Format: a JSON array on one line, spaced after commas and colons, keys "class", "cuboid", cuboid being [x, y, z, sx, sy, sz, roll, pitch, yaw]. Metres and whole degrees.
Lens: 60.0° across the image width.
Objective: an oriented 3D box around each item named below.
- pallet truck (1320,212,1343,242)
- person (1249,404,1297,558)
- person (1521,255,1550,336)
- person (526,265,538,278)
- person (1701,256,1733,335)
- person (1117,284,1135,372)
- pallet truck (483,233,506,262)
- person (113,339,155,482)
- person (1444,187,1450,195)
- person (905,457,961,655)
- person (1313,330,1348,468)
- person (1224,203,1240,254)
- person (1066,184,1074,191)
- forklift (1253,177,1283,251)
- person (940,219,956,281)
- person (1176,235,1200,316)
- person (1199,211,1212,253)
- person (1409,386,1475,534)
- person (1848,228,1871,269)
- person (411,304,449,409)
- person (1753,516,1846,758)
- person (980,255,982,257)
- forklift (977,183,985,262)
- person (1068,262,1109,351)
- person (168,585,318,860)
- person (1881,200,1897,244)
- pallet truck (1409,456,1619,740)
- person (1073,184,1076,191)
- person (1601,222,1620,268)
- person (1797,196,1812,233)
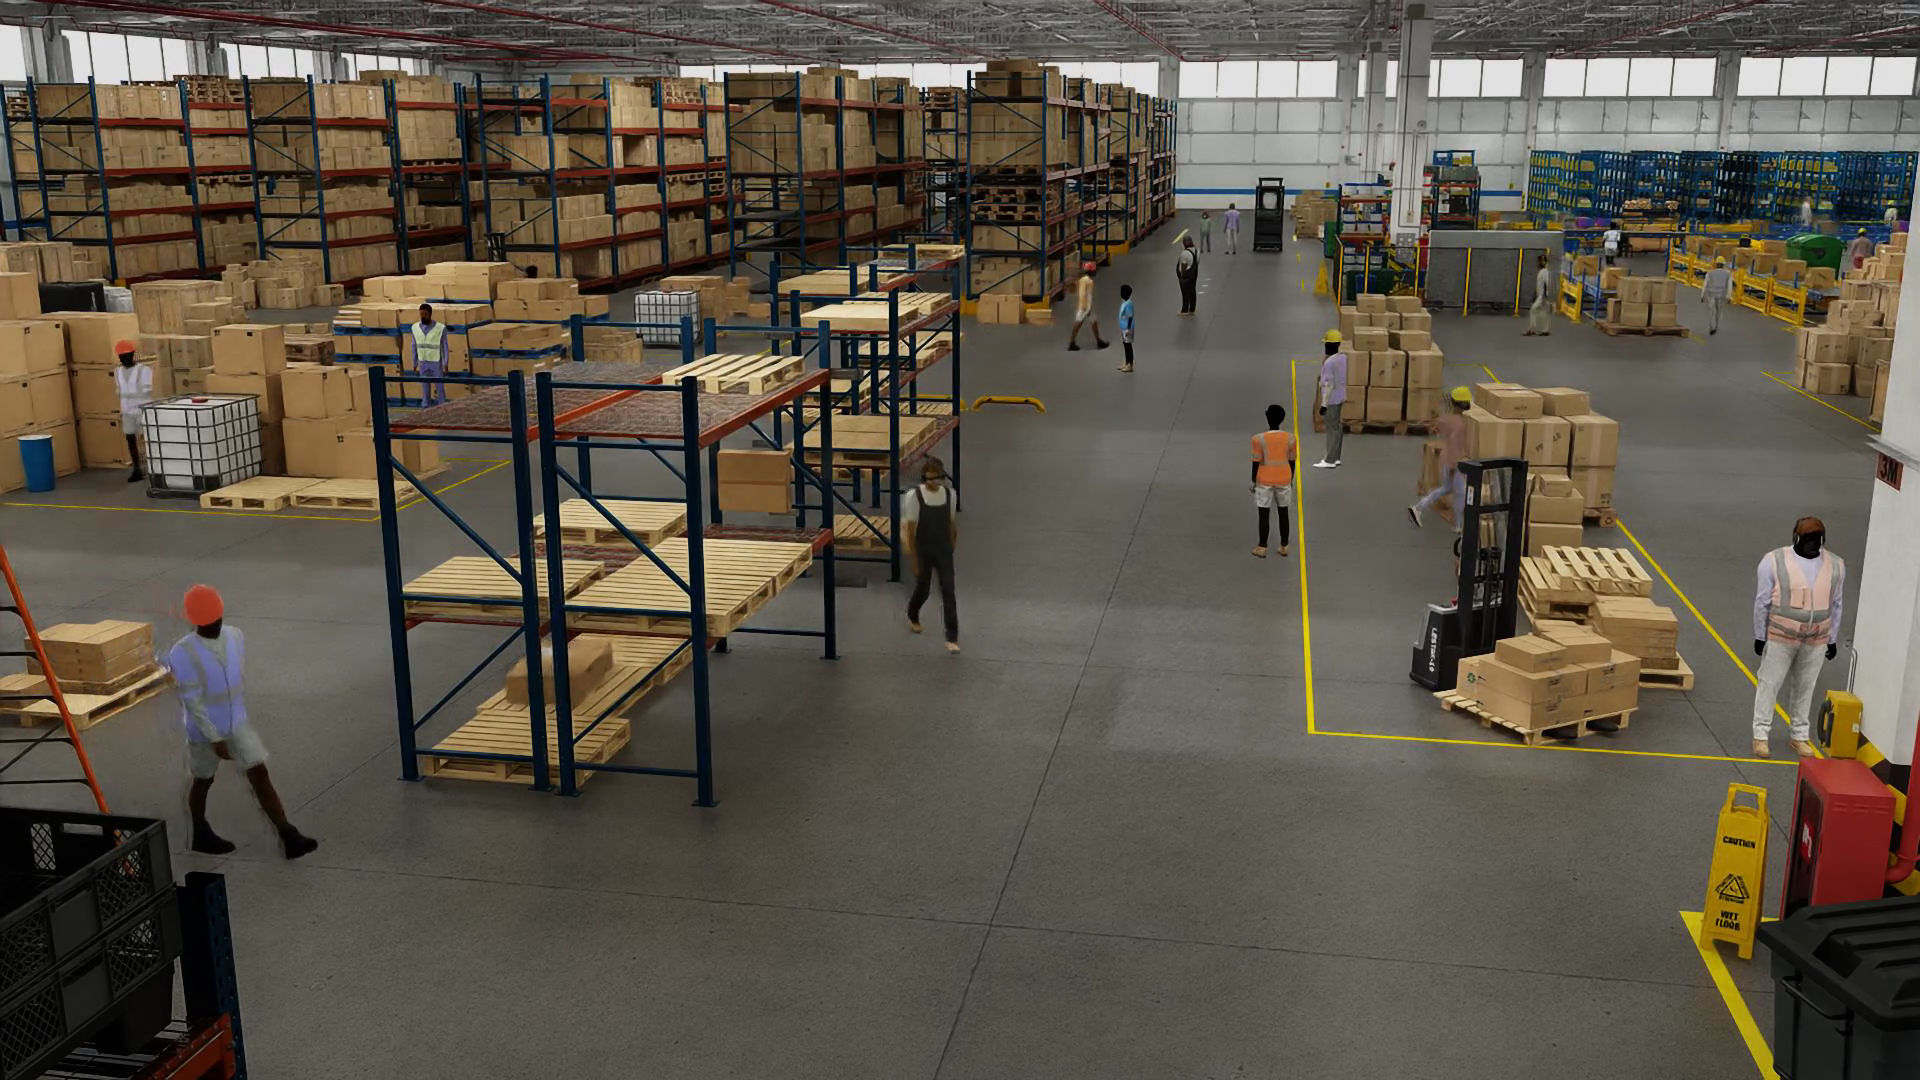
[{"class": "pallet truck", "cuboid": [15.874, -13.227, 70.310, 0.680, 1.201, 1.601, 10, 17, 35]}, {"class": "person", "cuboid": [3.427, -0.639, 18.232, 0.536, 1.697, 0.322, -2, 14, -10]}, {"class": "person", "cuboid": [13.149, -5.558, 37.882, 0.775, 1.847, 0.500, 4, 14, 15]}, {"class": "person", "cuboid": [-8.754, -4.646, 33.972, 0.525, 1.954, 0.609, 12, 18, 40]}, {"class": "person", "cuboid": [17.435, -5.637, 38.347, 0.609, 1.789, 0.921, 3, 14, 13]}, {"class": "person", "cuboid": [3.238, -4.120, 32.361, 0.318, 1.697, 0.540, -1, 14, -5]}, {"class": "pallet truck", "cuboid": [-11.832, -7.026, 43.548, 1.885, 1.965, 0.823, 8, 16, 28]}, {"class": "person", "cuboid": [-11.020, -1.753, 22.307, 0.556, 1.914, 0.600, 2, 14, 6]}, {"class": "person", "cuboid": [23.529, -16.150, 80.597, 0.381, 1.994, 0.619, -9, 17, -33]}, {"class": "person", "cuboid": [-0.278, 0.100, 15.042, 0.513, 1.803, 0.766, -5, 15, -18]}, {"class": "person", "cuboid": [5.160, -1.957, 23.108, 0.369, 1.928, 0.586, 9, 16, 32]}, {"class": "person", "cuboid": [10.298, -11.802, 63.056, 0.635, 1.939, 0.361, -2, 14, -9]}, {"class": "person", "cuboid": [5.898, -18.565, 90.754, 0.634, 1.820, 0.501, -1, 14, -6]}, {"class": "forklift", "cuboid": [12.083, -12.747, 64.956, 1.129, 2.768, 1.873, 3, 14, 10]}, {"class": "person", "cuboid": [-0.302, -9.051, 51.954, 0.640, 1.910, 0.401, -7, 16, -27]}, {"class": "person", "cuboid": [5.729, -6.693, 42.104, 0.536, 2.000, 0.673, 12, 19, 41]}, {"class": "person", "cuboid": [9.438, -11.825, 63.854, 0.503, 1.604, 0.738, 7, 15, 25]}, {"class": "person", "cuboid": [5.681, -0.933, 19.337, 0.746, 1.744, 0.527, 3, 14, 12]}, {"class": "person", "cuboid": [27.125, -8.538, 50.201, 0.545, 1.740, 0.721, 3, 14, 10]}, {"class": "person", "cuboid": [-8.512, -2.849, 26.754, 0.596, 1.915, 0.372, 1, 14, 5]}, {"class": "person", "cuboid": [6.238, 0.725, 12.402, 0.625, 1.844, 0.429, 1, 14, 5]}, {"class": "person", "cuboid": [0.844, -9.278, 53.307, 0.541, 1.696, 0.315, -8, 16, -29]}, {"class": "forklift", "cuboid": [1.258, -10.913, 57.512, 1.129, 2.768, 1.873, 3, 14, 10]}, {"class": "person", "cuboid": [2.716, -4.978, 35.470, 0.987, 1.891, 0.561, -7, 16, -27]}, {"class": "person", "cuboid": [-4.630, 1.179, 10.494, 0.998, 1.866, 0.544, 7, 16, 28]}, {"class": "person", "cuboid": [38.378, -13.129, 68.697, 0.411, 1.814, 0.597, 1, 14, 2]}, {"class": "pallet truck", "cuboid": [4.504, 0.400, 13.395, 0.823, 1.965, 1.885, -6, 15, -23]}, {"class": "person", "cuboid": [5.876, -17.062, 84.396, 0.386, 1.948, 0.601, -10, 17, -34]}, {"class": "person", "cuboid": [21.501, -9.660, 54.956, 0.536, 1.663, 0.852, 3, 14, 13]}, {"class": "person", "cuboid": [35.930, -13.590, 70.433, 0.876, 1.873, 0.668, 6, 15, 24]}]
